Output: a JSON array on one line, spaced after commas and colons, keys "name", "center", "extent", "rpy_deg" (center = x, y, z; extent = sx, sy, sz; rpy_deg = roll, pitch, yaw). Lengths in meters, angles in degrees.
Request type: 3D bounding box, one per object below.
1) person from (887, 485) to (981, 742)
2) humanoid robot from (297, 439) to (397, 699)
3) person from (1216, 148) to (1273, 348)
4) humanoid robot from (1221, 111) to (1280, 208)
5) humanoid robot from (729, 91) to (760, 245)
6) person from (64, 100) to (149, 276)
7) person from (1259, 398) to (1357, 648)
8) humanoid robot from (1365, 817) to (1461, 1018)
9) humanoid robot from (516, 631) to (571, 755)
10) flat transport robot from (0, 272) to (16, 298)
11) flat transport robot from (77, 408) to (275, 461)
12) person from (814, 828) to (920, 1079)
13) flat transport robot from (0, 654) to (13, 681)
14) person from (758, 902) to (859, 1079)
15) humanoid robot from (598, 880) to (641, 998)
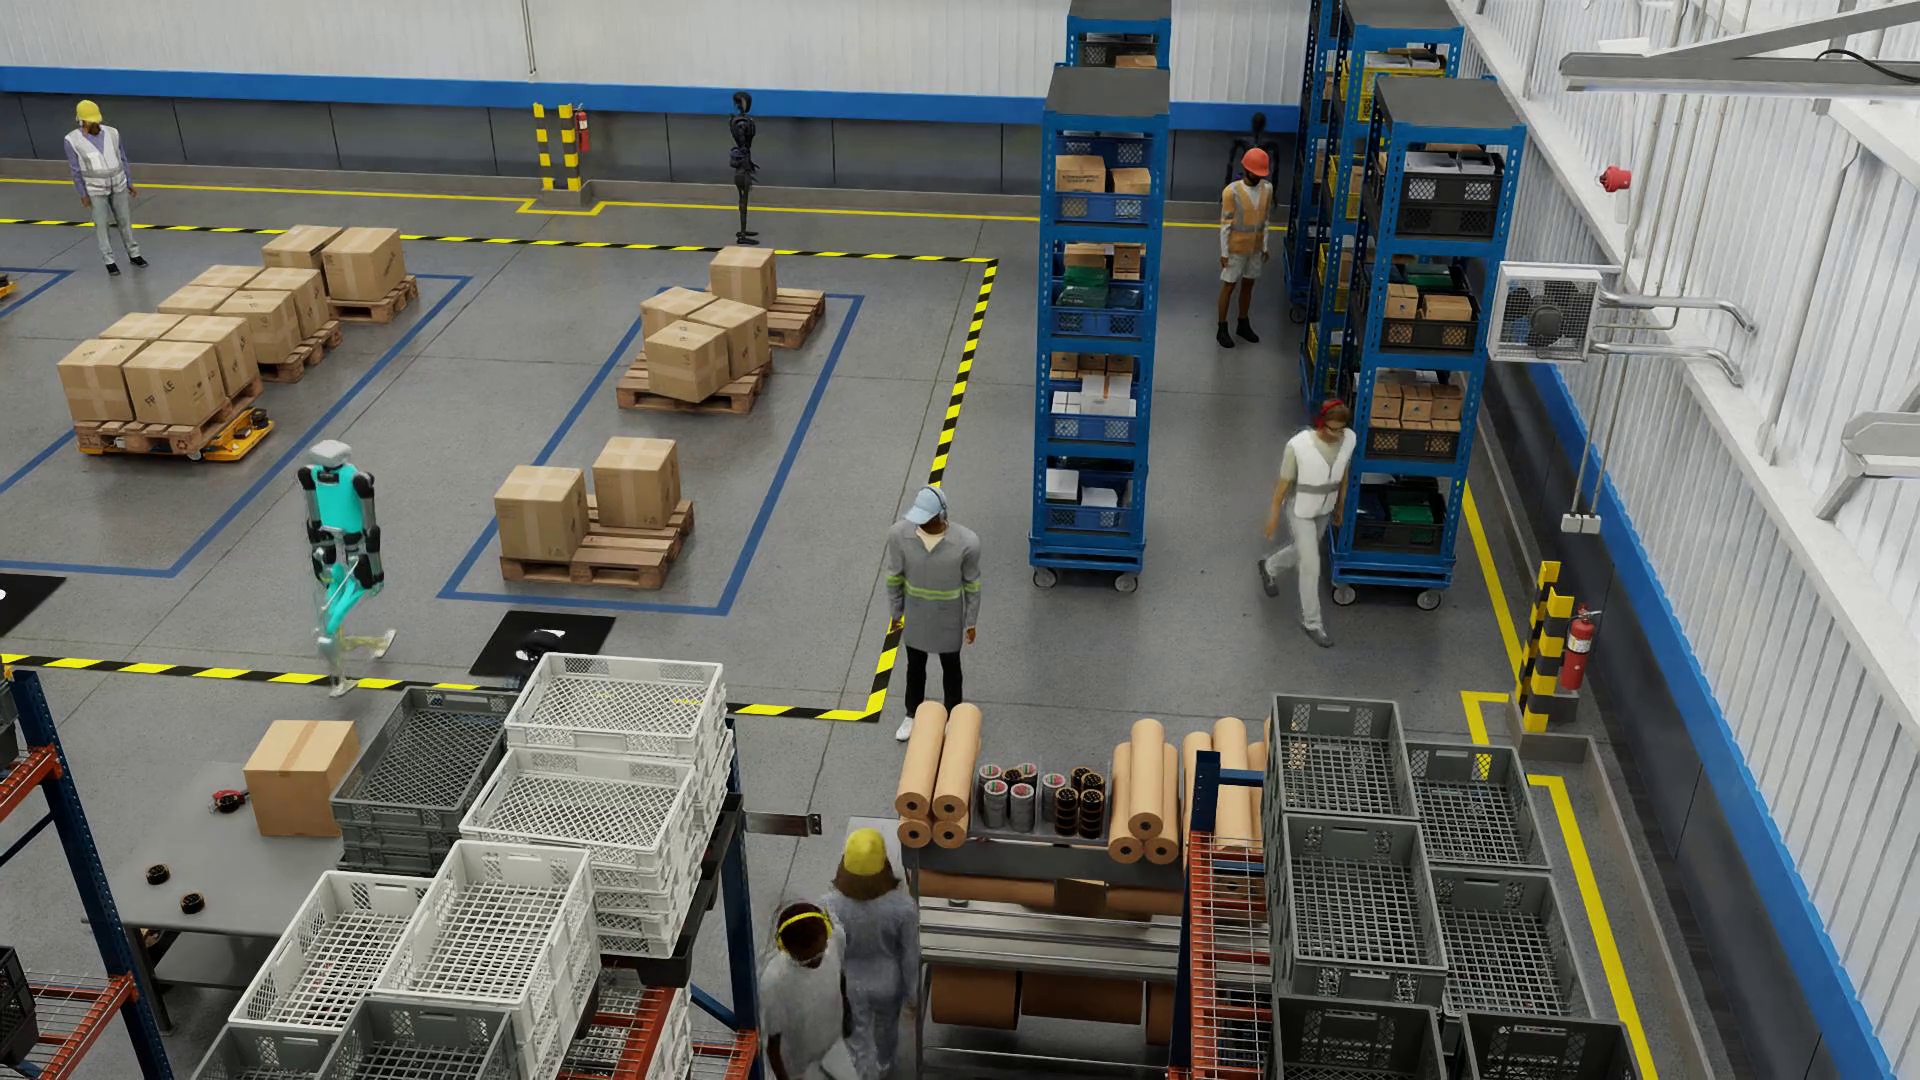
[{"name": "person", "center": [-0.169, 0.470, 10.296], "extent": [0.589, 1.848, 0.404], "rpy_deg": [7, 31, 12]}, {"name": "humanoid robot", "center": [-4.067, 0.268, 10.776], "extent": [0.539, 1.740, 1.022], "rpy_deg": [9, 31, 15]}, {"name": "person", "center": [2.714, -2.780, 15.797], "extent": [0.541, 1.931, 0.362], "rpy_deg": [-14, 33, -22]}, {"name": "humanoid robot", "center": [3.098, -3.726, 17.724], "extent": [0.608, 1.653, 0.737], "rpy_deg": [4, 30, 7]}, {"name": "humanoid robot", "center": [-2.373, -4.121, 18.337], "extent": [0.315, 1.657, 0.599], "rpy_deg": [-2, 30, -3]}, {"name": "person", "center": [-8.991, -3.719, 17.508], "extent": [0.403, 1.831, 0.586], "rpy_deg": [24, 38, 35]}, {"name": "person", "center": [2.387, -0.224, 11.541], "extent": [0.602, 1.792, 0.893], "rpy_deg": [-17, 34, -26]}, {"name": "humanoid robot", "center": [2.213, 2.005, 7.880], "extent": [0.590, 1.636, 0.790], "rpy_deg": [2, 30, 3]}, {"name": "humanoid robot", "center": [-2.295, 1.208, 9.193], "extent": [0.380, 1.641, 0.614], "rpy_deg": [0, 30, -1]}, {"name": "flat transport robot", "center": [-10.582, -2.581, 17.078], "extent": [1.431, 0.197, 0.652], "rpy_deg": [3, 30, 6]}, {"name": "flat transport robot", "center": [-6.728, -0.944, 14.268], "extent": [1.431, 0.197, 0.652], "rpy_deg": [3, 30, 6]}, {"name": "person", "center": [-0.435, 2.049, 7.728], "extent": [0.499, 1.696, 0.889], "rpy_deg": [-2, 30, -3]}, {"name": "flat transport robot", "center": [-7.142, 0.969, 11.010], "extent": [1.431, 0.231, 0.659], "rpy_deg": [3, 30, 6]}, {"name": "person", "center": [-0.553, 2.266, 7.226], "extent": [0.696, 1.831, 0.582], "rpy_deg": [24, 38, 34]}, {"name": "humanoid robot", "center": [-1.907, 1.693, 8.364], "extent": [0.605, 1.642, 0.384], "rpy_deg": [-22, 37, -33]}]
